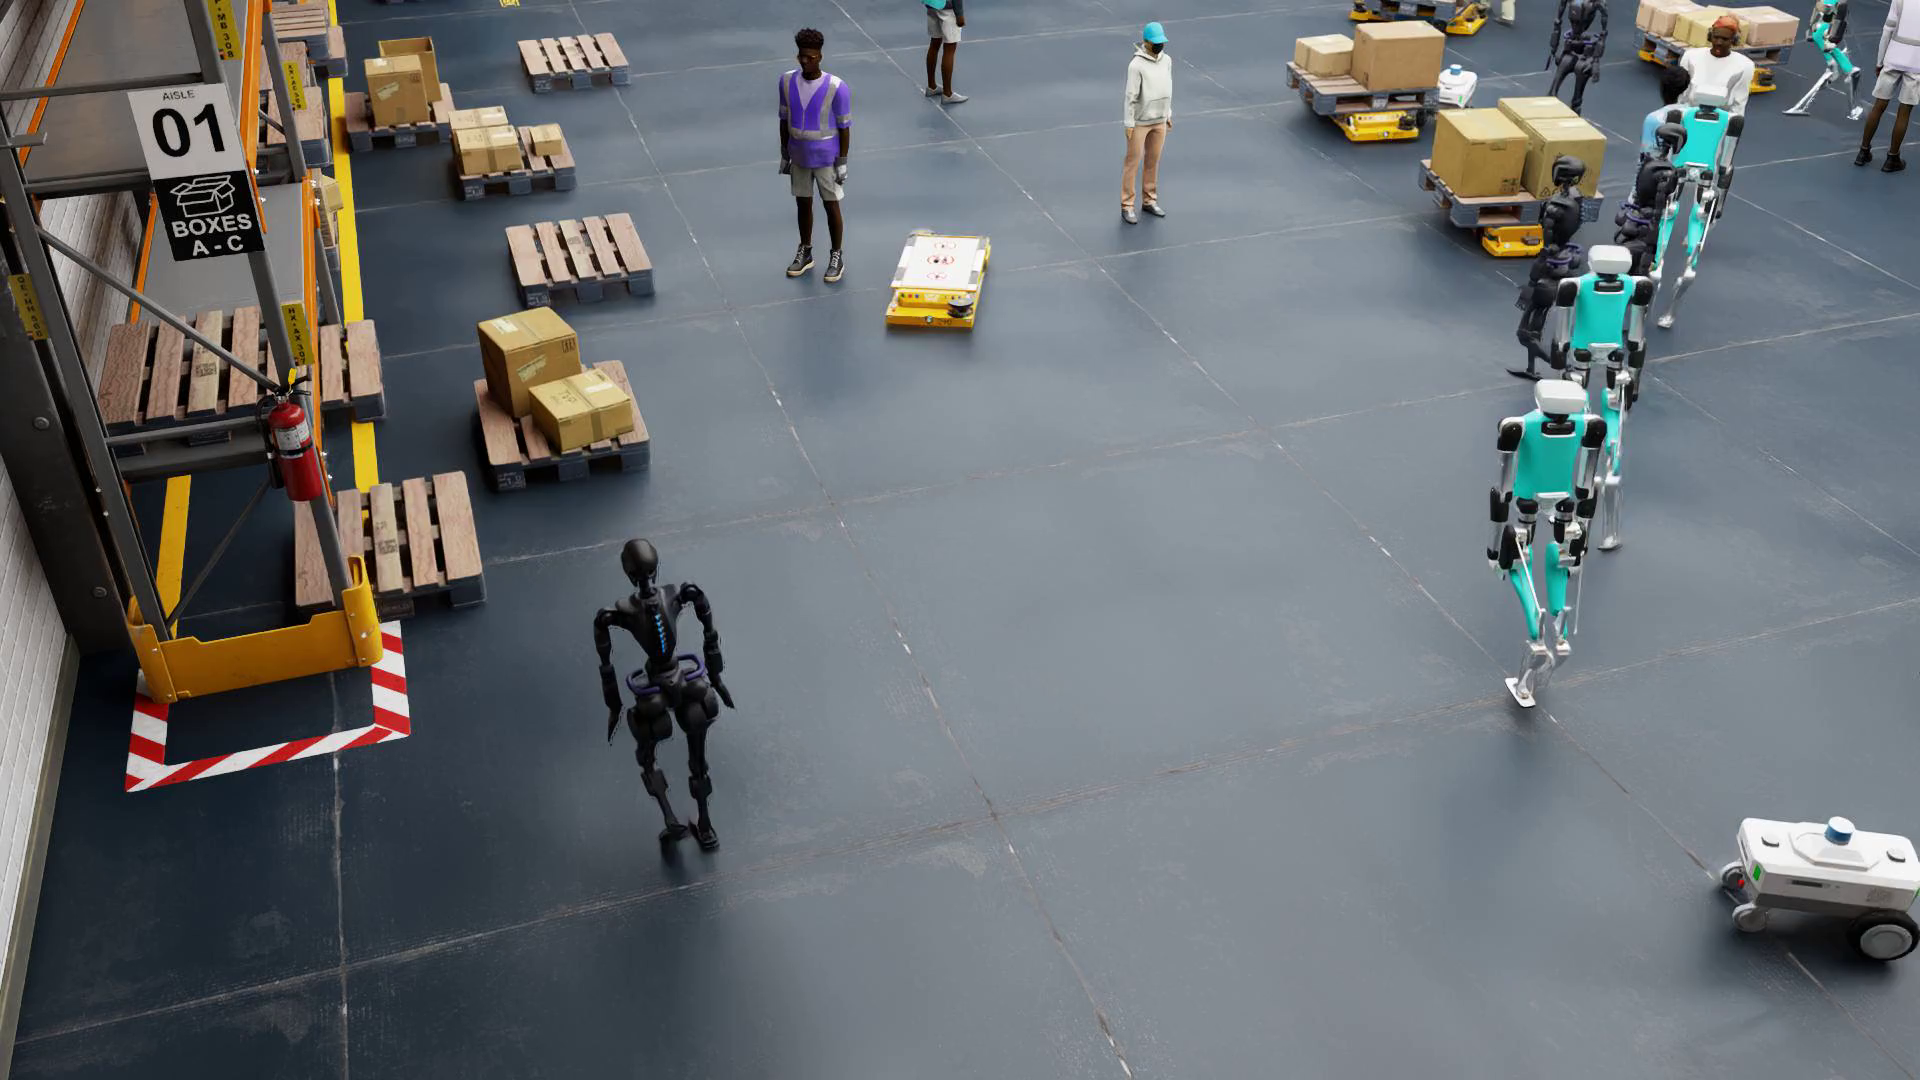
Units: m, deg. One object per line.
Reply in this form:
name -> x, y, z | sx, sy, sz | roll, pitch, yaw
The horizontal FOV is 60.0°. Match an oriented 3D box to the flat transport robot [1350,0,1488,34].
flat transport robot -> 5.301, -6.088, 19.195 | 1.431, 0.231, 0.659 | 17, 37, 24

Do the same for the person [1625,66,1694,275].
person -> 5.403, -2.813, 12.889 | 0.606, 1.673, 0.411 | -17, 37, -24

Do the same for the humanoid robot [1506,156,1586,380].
humanoid robot -> 4.092, -1.814, 11.349 | 0.464, 1.642, 0.601 | 23, 39, 31

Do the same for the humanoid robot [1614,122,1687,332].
humanoid robot -> 4.844, -2.189, 11.927 | 0.377, 1.640, 0.592 | 4, 33, 5

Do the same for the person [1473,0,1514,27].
person -> 6.209, -6.858, 18.976 | 0.572, 1.794, 0.914 | -15, 36, -22

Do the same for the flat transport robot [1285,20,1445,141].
flat transport robot -> 3.935, -4.266, 16.402 | 0.659, 0.231, 1.431 | -5, 33, -8

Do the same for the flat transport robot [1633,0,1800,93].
flat transport robot -> 7.870, -5.000, 17.528 | 0.659, 0.231, 1.431 | -8, 34, -12

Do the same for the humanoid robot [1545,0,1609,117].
humanoid robot -> 5.774, -4.528, 15.520 | 0.342, 1.651, 0.597 | -22, 39, -30

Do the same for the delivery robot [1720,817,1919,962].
delivery robot -> 3.817, 1.478, 7.329 | 0.789, 0.593, 0.499 | 6, 34, 9

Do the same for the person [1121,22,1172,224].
person -> 1.578, -3.495, 13.930 | 0.478, 1.674, 0.377 | -19, 38, -26

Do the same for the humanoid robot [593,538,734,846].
humanoid robot -> -1.311, 0.702, 7.490 | 0.591, 1.642, 0.359 | -16, 36, -22

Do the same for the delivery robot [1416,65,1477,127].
delivery robot -> 4.783, -4.307, 16.218 | 0.499, 0.612, 0.796 | 15, 36, 21

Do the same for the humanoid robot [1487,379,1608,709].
humanoid robot -> 2.936, 0.164, 8.320 | 0.537, 1.825, 0.814 | -2, 33, -2

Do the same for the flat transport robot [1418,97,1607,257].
flat transport robot -> 4.598, -2.764, 14.098 | 0.659, 0.231, 1.431 | -3, 33, -5

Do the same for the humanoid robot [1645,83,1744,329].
humanoid robot -> 5.295, -2.315, 12.175 | 0.539, 1.873, 0.832 | 11, 35, 16

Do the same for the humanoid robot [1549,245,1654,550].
humanoid robot -> 3.732, -0.743, 9.661 | 0.626, 1.779, 0.851 | 3, 33, 4

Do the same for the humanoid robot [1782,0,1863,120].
humanoid robot -> 8.616, -4.894, 16.096 | 0.791, 1.865, 0.539 | 0, 33, 0

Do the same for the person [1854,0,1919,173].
person -> 8.483, -4.267, 14.878 | 0.357, 1.937, 0.545 | -27, 42, -35

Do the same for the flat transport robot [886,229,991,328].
flat transport robot -> -0.152, -2.055, 13.011 | 0.659, 0.231, 1.431 | 4, 33, 5

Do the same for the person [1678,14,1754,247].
person -> 5.996, -3.308, 13.466 | 0.574, 1.881, 0.363 | 22, 39, 30

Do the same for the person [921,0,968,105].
person -> -0.156, -5.315, 16.494 | 0.454, 1.931, 0.554 | -20, 38, -28

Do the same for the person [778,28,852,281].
person -> -1.129, -2.970, 12.862 | 0.605, 1.966, 0.368 | 12, 35, 18
